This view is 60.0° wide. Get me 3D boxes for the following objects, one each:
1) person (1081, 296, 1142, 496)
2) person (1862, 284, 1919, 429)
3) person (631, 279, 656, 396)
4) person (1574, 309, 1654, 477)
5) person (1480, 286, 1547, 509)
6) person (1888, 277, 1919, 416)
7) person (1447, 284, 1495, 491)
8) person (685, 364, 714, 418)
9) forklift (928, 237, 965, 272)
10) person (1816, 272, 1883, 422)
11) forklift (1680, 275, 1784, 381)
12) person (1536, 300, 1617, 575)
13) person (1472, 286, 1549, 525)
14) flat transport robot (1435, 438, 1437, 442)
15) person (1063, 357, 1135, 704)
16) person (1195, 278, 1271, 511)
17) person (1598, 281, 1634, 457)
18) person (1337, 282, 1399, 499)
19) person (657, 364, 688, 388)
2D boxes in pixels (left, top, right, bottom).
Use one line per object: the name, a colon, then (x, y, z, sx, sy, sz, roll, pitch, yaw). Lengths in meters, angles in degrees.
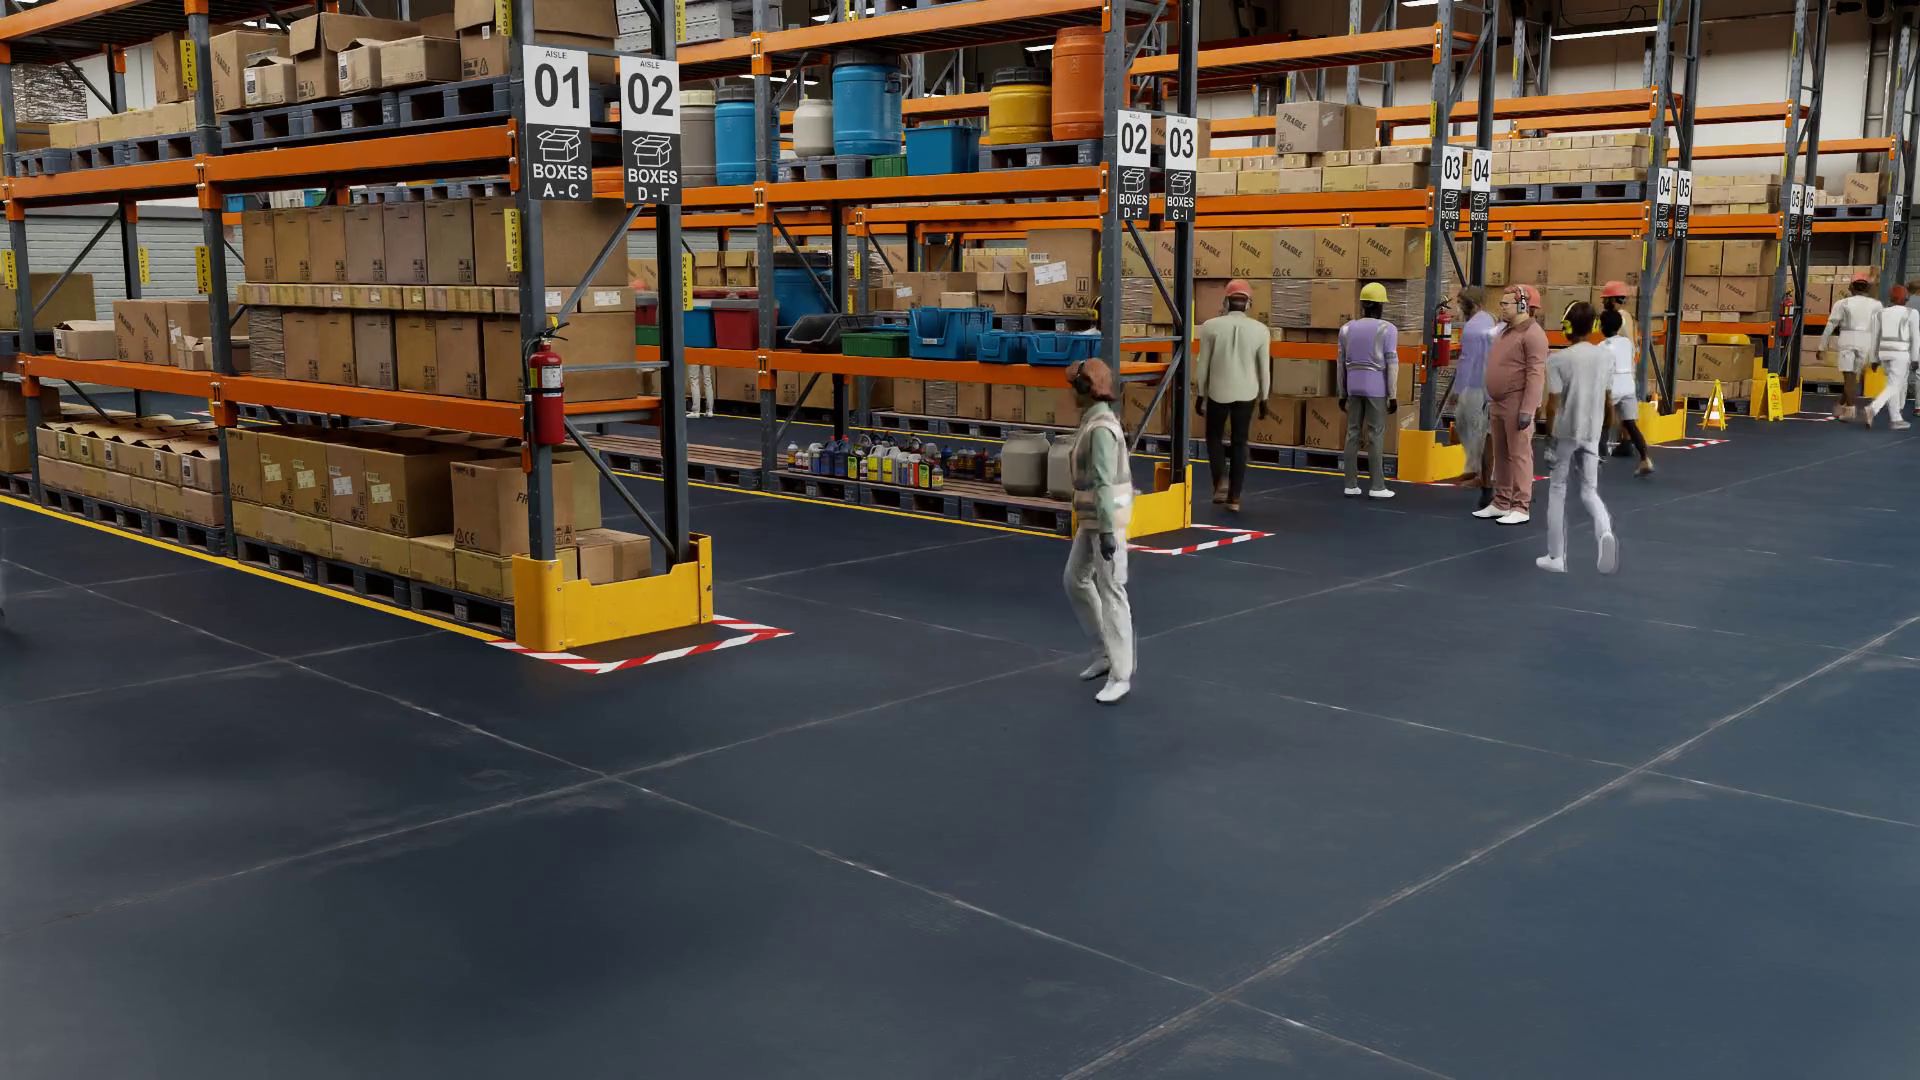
person: (1.263, -1.311, 15.123, 0.544, 1.821, 0.996, -6, 11, -34)
person: (11.884, -2.332, 21.257, 0.841, 1.857, 0.591, -4, 10, -24)
person: (-4.446, -2.649, 23.012, 0.551, 1.915, 0.730, -4, 10, -24)
person: (6.531, -1.450, 16.443, 0.543, 1.656, 0.805, -5, 10, -27)
person: (4.779, -1.232, 14.381, 0.542, 1.904, 0.560, 8, 12, 39)
person: (13.317, -2.702, 23.267, 0.635, 1.936, 0.350, 2, 9, 10)
person: (4.750, -1.409, 15.452, 0.592, 1.910, 0.640, 4, 10, 25)
person: (-3.621, -2.500, 22.952, 0.507, 1.632, 0.287, -8, 12, -41)
forklift: (-0.326, -5.817, 39.609, 1.129, 2.768, 1.873, 9, 13, 43)
person: (12.034, -2.615, 22.550, 0.762, 1.985, 0.983, 1, 9, 7)
forklift: (12.480, -3.427, 27.053, 1.214, 2.155, 2.313, 9, 13, 43)
person: (4.155, -0.674, 11.109, 0.526, 1.850, 0.738, -1, 9, -3)
person: (4.455, -1.090, 13.473, 0.409, 1.909, 0.641, -2, 9, -10)
flat transport robot: (4.536, -1.079, 18.540, 1.431, 0.197, 0.652, 8, 13, 42)
person: (0.673, -0.067, 8.048, 0.352, 1.623, 0.608, 0, 9, -3)
person: (2.331, -1.246, 14.221, 0.653, 1.971, 0.454, 0, 9, 1)
person: (7.081, -1.885, 18.338, 0.860, 1.904, 0.575, 6, 11, 34)
person: (3.667, -1.340, 14.940, 0.585, 1.928, 0.379, 9, 13, 43)
person: (-3.811, -2.422, 21.812, 0.509, 1.850, 0.465, -8, 12, -41)
